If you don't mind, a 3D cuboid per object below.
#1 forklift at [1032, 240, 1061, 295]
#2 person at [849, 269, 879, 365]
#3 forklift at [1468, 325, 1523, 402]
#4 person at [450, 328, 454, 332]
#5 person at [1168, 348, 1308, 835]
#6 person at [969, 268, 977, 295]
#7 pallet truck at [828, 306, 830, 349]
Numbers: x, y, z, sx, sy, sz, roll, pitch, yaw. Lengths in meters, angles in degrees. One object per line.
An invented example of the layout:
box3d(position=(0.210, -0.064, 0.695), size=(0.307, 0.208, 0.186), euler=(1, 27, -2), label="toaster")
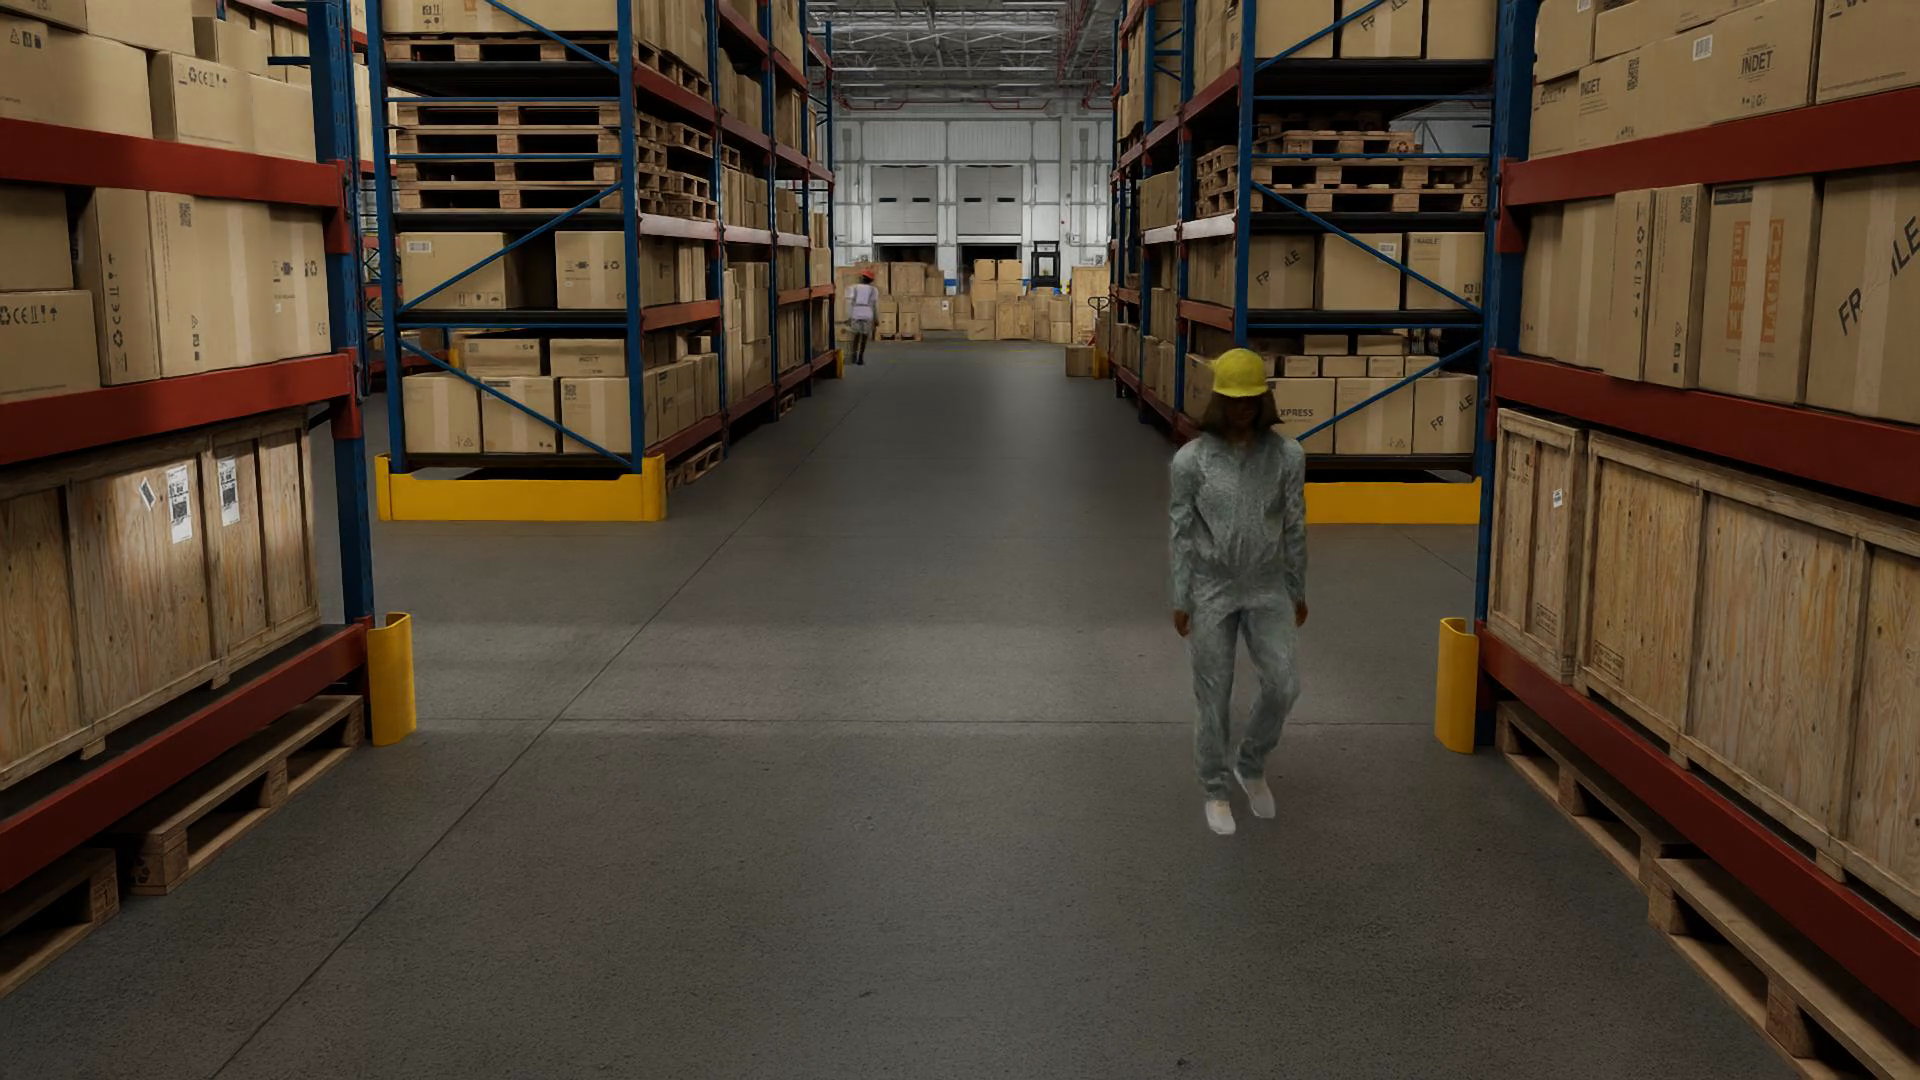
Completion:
box3d(position=(3.172, -9.648, 61.356), size=(1.129, 2.768, 1.873), euler=(0, 9, 1), label="forklift")
box3d(position=(-1.895, -4.429, 33.062), size=(0.582, 1.883, 0.596), euler=(1, 10, 8), label="person")
box3d(position=(7.382, -3.354, 23.654), size=(1.873, 2.768, 1.129), euler=(0, 9, 1), label="forklift")
box3d(position=(-10.593, -4.479, 33.989), size=(0.635, 1.672, 0.537), euler=(4, 10, 22), label="person")
box3d(position=(0.985, 0.191, 5.850), size=(0.518, 1.727, 0.398), euler=(-1, 10, -5), label="person")
box3d(position=(0.443, -8.347, 56.531), size=(1.024, 1.896, 0.650), euler=(0, 9, 0), label="person")
box3d(position=(-3.100, -3.940, 29.800), size=(1.885, 1.965, 0.823), euler=(3, 10, 19), label="pallet truck")
